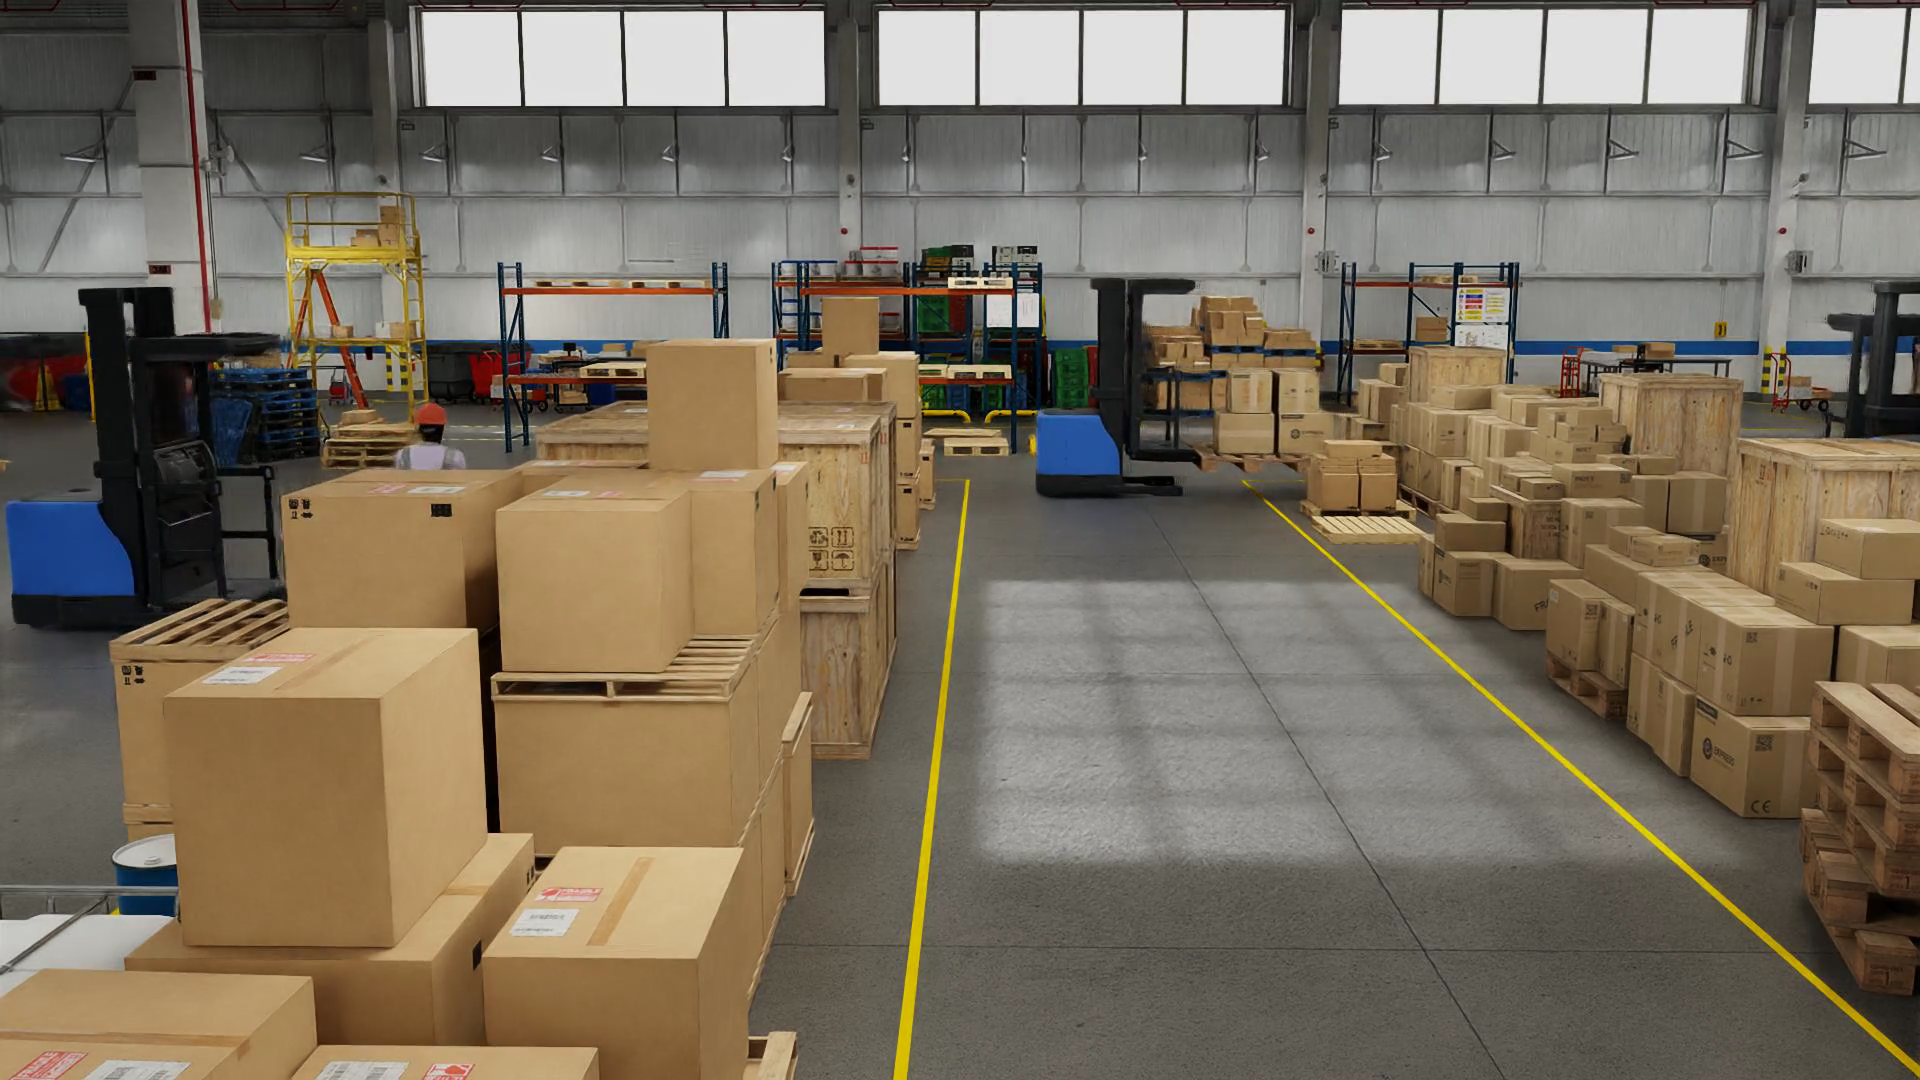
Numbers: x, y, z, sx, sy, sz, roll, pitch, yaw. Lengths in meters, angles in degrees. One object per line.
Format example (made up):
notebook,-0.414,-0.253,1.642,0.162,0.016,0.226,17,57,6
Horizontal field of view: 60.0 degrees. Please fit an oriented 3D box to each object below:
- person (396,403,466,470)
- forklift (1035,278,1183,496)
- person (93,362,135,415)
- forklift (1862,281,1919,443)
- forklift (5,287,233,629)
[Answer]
person,-4.243,-0.164,13.563,0.567,1.890,0.958,0,9,1
forklift,1.933,-2.010,21.677,1.873,2.768,1.129,0,9,1
person,-12.573,-2.008,24.693,0.666,1.860,0.607,6,11,32
forklift,10.675,-1.502,18.630,1.129,2.768,1.873,0,9,1
forklift,-6.876,-0.718,13.936,1.873,2.768,1.129,0,9,1
